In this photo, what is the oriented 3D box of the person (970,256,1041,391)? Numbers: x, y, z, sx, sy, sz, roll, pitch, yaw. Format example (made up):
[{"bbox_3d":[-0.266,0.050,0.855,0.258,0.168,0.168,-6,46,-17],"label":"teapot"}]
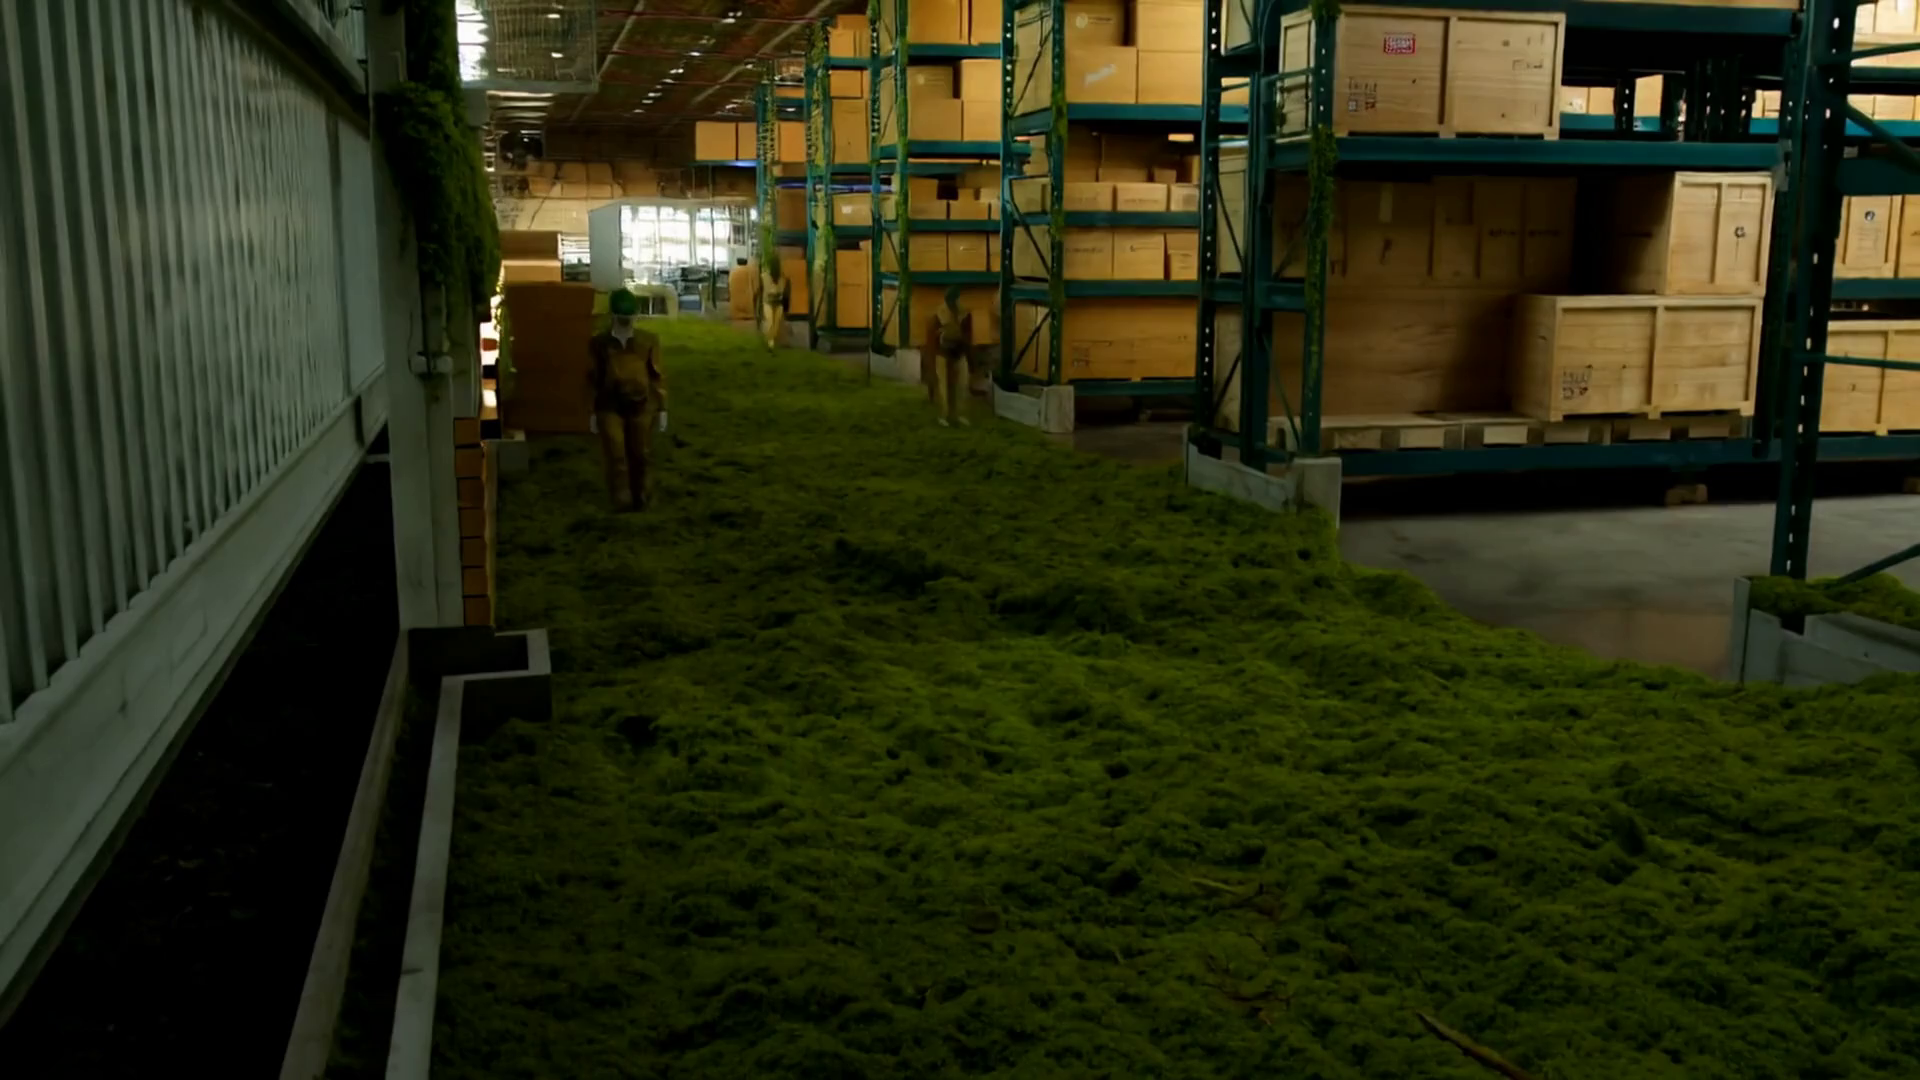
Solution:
[{"bbox_3d":[0.627,-3.030,23.330,0.951,1.903,0.554,2,10,12],"label":"person"}]

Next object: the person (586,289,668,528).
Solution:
[{"bbox_3d":[-2.441,-0.980,12.241,0.574,1.724,0.770,-2,10,-10],"label":"person"}]

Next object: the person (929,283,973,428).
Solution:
[{"bbox_3d":[-0.091,-2.050,18.565,0.536,1.620,0.605,-3,10,-15],"label":"person"}]

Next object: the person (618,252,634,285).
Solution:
[{"bbox_3d":[-11.539,-9.043,57.517,0.564,1.841,0.391,-7,12,-33],"label":"person"}]

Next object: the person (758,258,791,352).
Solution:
[{"bbox_3d":[-3.562,-4.513,32.013,0.620,1.787,0.939,-3,10,-15],"label":"person"}]
